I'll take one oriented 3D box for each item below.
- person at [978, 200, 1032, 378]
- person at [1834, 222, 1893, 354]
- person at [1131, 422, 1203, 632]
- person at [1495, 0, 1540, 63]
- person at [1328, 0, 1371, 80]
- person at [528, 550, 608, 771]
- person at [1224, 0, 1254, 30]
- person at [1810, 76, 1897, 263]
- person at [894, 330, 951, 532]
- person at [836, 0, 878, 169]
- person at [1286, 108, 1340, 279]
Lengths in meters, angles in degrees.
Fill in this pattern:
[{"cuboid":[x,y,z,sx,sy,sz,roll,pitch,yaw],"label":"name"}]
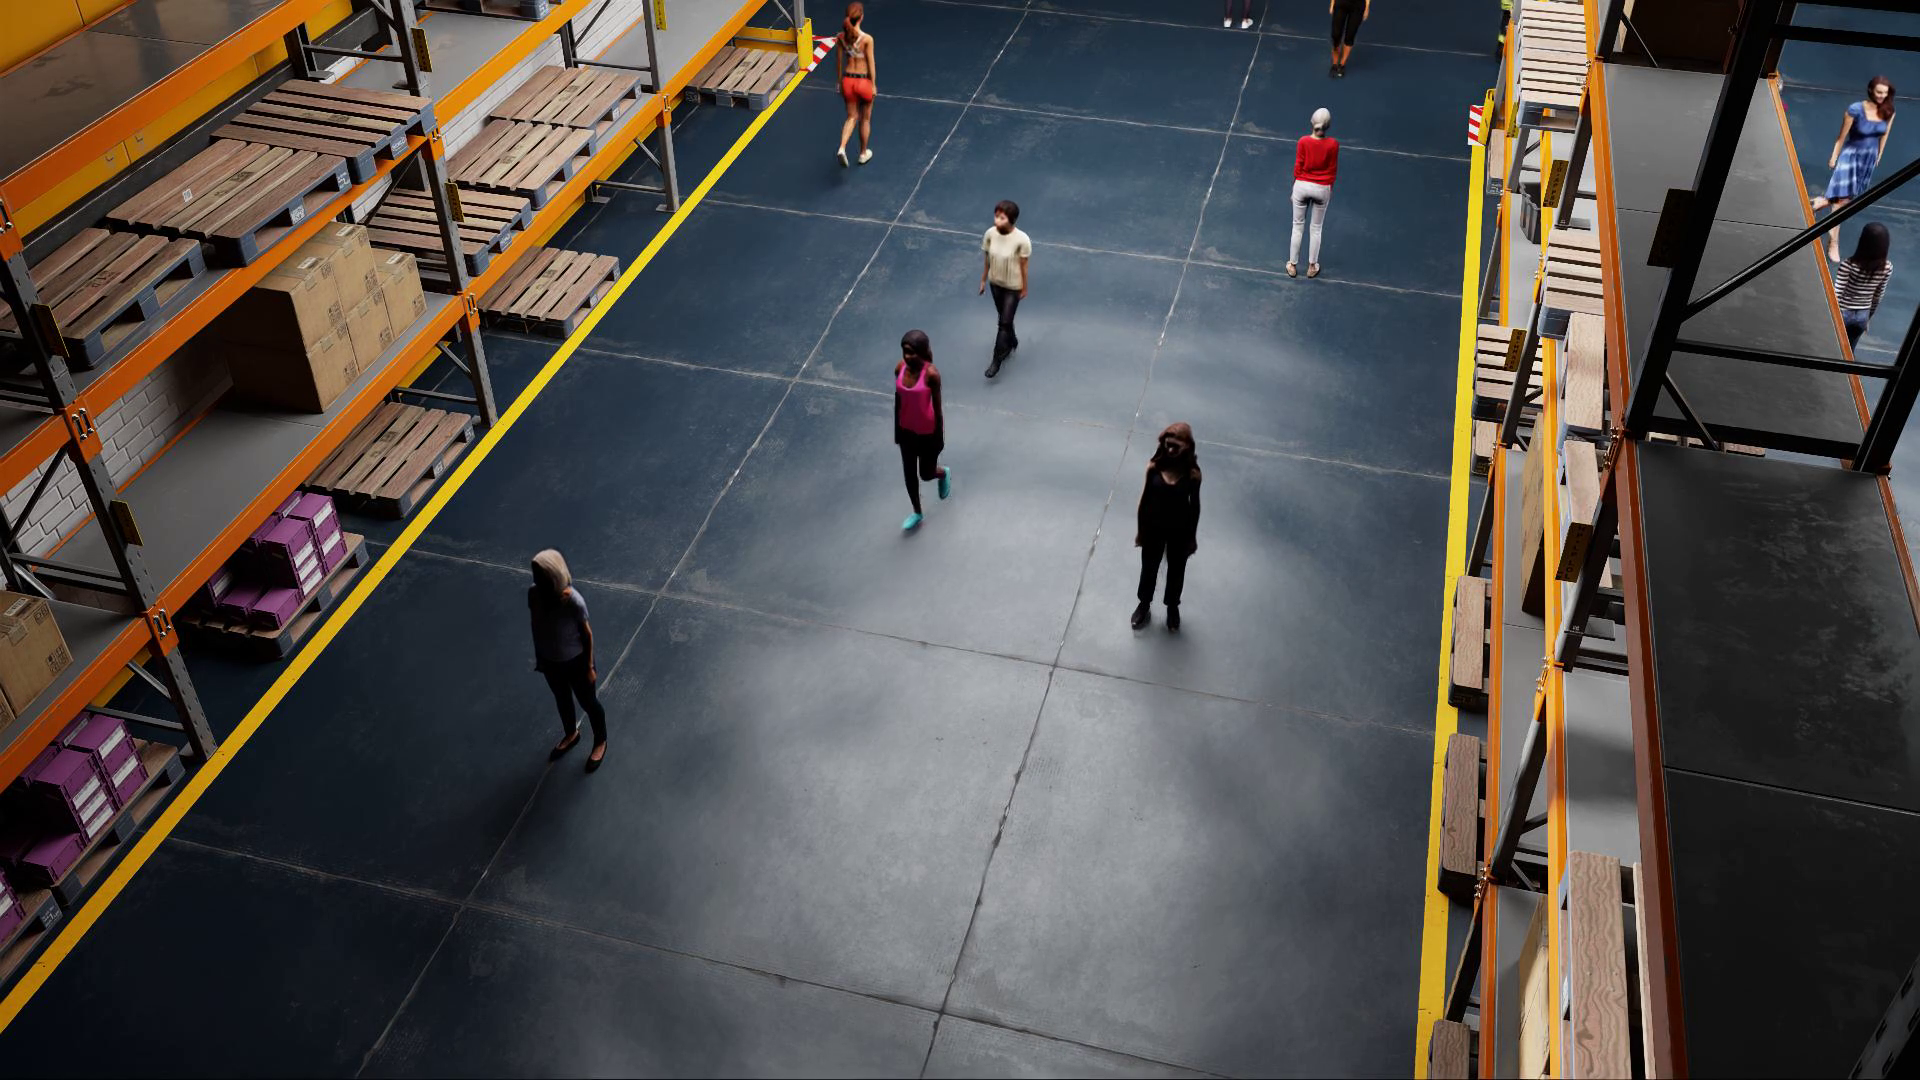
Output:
[{"cuboid":[0.438,-2.238,14.409,0.794,1.564,0.970,24,45,27],"label":"person"},{"cuboid":[7.252,-1.775,13.646,0.654,1.794,0.609,-1,39,-1],"label":"person"},{"cuboid":[1.458,-0.105,11.595,0.592,1.743,0.500,8,39,10],"label":"person"},{"cuboid":[6.600,-6.519,19.573,0.953,1.810,1.019,30,47,32],"label":"person"},{"cuboid":[4.544,-6.236,19.342,0.592,1.656,0.592,9,40,11],"label":"person"},{"cuboid":[-2.494,0.743,10.551,0.618,1.721,0.548,15,41,18],"label":"person"},{"cuboid":[3.477,-7.134,20.476,0.561,1.644,0.499,10,40,12],"label":"person"},{"cuboid":[8.533,-3.601,15.945,0.884,1.777,1.148,-3,39,-4],"label":"person"},{"cuboid":[-0.263,-0.867,12.575,0.685,1.710,0.877,19,42,22],"label":"person"},{"cuboid":[-1.098,-4.681,17.299,0.622,1.776,0.947,13,40,16],"label":"person"},{"cuboid":[3.296,-3.249,15.572,0.555,1.694,0.561,7,39,8],"label":"person"}]
